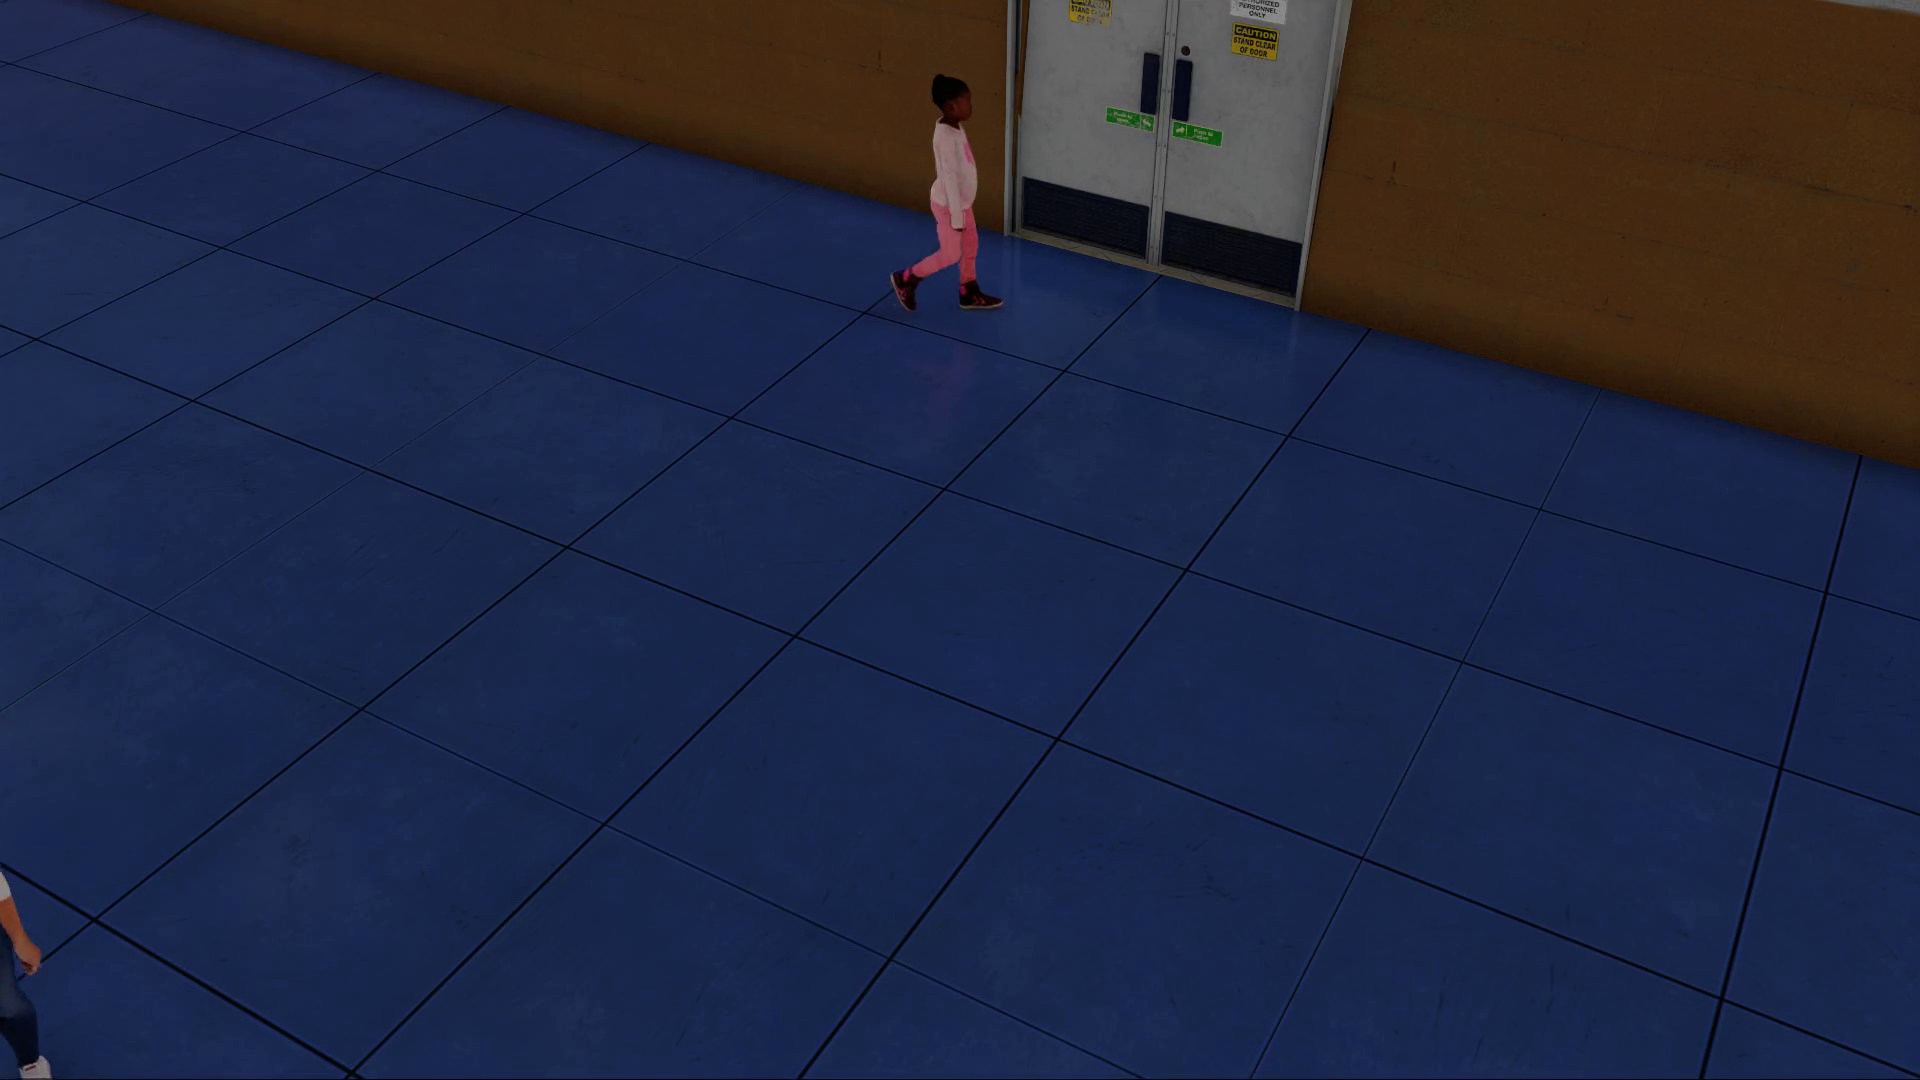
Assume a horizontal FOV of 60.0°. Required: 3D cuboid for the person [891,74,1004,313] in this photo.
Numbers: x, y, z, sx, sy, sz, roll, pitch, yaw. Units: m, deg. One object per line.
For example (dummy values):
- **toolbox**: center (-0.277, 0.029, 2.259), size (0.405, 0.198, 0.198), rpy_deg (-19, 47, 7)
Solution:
- **person**: center (-0.094, -1.934, 9.473), size (0.808, 1.435, 0.888), rpy_deg (5, 37, 7)
